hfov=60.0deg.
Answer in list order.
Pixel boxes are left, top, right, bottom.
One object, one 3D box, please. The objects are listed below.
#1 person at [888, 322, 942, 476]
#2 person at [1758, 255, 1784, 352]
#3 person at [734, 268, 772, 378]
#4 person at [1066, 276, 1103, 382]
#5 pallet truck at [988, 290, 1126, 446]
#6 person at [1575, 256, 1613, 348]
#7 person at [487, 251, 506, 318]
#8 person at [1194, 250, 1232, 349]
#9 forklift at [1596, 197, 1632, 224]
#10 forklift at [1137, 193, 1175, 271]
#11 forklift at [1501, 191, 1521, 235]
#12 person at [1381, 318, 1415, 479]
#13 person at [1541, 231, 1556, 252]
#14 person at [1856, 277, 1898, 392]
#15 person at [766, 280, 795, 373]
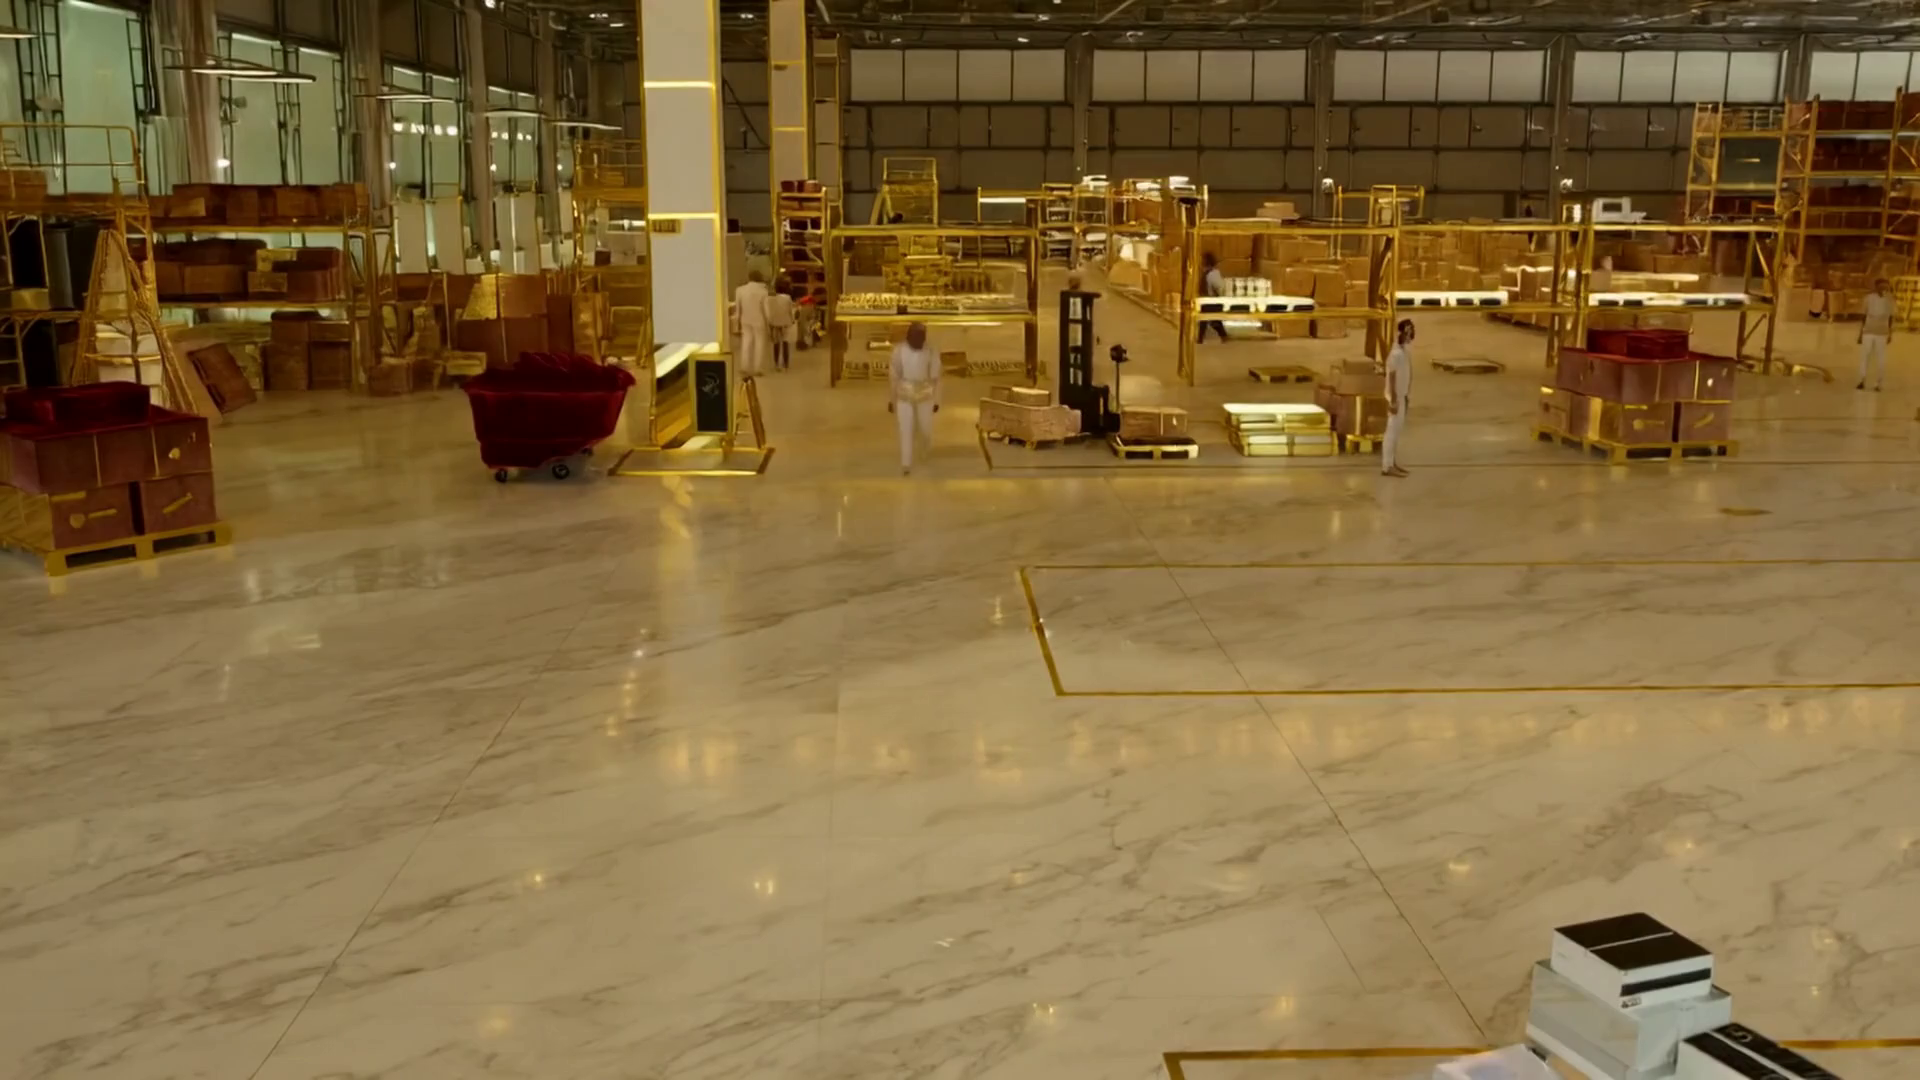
[{"bbox_3d":[-0.542,-1.702,19.845,0.652,1.817,0.684,-1,13,-5],"label":"person"},{"bbox_3d":[16.268,-4.755,33.344,0.377,1.936,0.627,4,13,17],"label":"person"},{"bbox_3d":[-3.602,-3.786,29.043,0.643,1.902,0.509,2,13,11],"label":"person"},{"bbox_3d":[1.962,-3.357,27.151,0.684,1.876,0.678,9,15,34],"label":"person"},{"bbox_3d":[1.257,-2.299,22.111,1.885,1.965,0.823,-9,15,-35],"label":"pallet truck"},{"bbox_3d":[12.885,-4.764,33.517,1.075,1.886,0.643,-1,13,-6],"label":"person"},{"bbox_3d":[-11.415,-6.264,40.859,0.521,1.633,0.313,11,17,42],"label":"person"},{"bbox_3d":[5.094,-4.879,33.663,0.891,2.000,0.687,-1,13,-3],"label":"person"},{"bbox_3d":[18.796,-8.498,48.090,1.129,2.768,1.873,0,12,-2],"label":"forklift"},{"bbox_3d":[7.094,-10.497,57.113,1.873,2.768,1.129,-1,13,-5],"label":"forklift"},{"bbox_3d":[20.798,-11.780,62.907,1.873,2.768,1.129,0,12,-2],"label":"forklift"},{"bbox_3d":[5.162,-1.664,19.532,0.335,1.873,0.521,7,14,28],"label":"person"},{"bbox_3d":[19.207,-9.352,54.245,0.538,1.875,0.969,5,14,22],"label":"person"},{"bbox_3d":[15.001,-3.360,27.227,0.334,1.860,0.509,-12,17,-42],"label":"person"},{"bbox_3d":[-3.226,-3.834,29.829,0.540,1.663,0.842,-1,13,-6],"label":"person"}]
